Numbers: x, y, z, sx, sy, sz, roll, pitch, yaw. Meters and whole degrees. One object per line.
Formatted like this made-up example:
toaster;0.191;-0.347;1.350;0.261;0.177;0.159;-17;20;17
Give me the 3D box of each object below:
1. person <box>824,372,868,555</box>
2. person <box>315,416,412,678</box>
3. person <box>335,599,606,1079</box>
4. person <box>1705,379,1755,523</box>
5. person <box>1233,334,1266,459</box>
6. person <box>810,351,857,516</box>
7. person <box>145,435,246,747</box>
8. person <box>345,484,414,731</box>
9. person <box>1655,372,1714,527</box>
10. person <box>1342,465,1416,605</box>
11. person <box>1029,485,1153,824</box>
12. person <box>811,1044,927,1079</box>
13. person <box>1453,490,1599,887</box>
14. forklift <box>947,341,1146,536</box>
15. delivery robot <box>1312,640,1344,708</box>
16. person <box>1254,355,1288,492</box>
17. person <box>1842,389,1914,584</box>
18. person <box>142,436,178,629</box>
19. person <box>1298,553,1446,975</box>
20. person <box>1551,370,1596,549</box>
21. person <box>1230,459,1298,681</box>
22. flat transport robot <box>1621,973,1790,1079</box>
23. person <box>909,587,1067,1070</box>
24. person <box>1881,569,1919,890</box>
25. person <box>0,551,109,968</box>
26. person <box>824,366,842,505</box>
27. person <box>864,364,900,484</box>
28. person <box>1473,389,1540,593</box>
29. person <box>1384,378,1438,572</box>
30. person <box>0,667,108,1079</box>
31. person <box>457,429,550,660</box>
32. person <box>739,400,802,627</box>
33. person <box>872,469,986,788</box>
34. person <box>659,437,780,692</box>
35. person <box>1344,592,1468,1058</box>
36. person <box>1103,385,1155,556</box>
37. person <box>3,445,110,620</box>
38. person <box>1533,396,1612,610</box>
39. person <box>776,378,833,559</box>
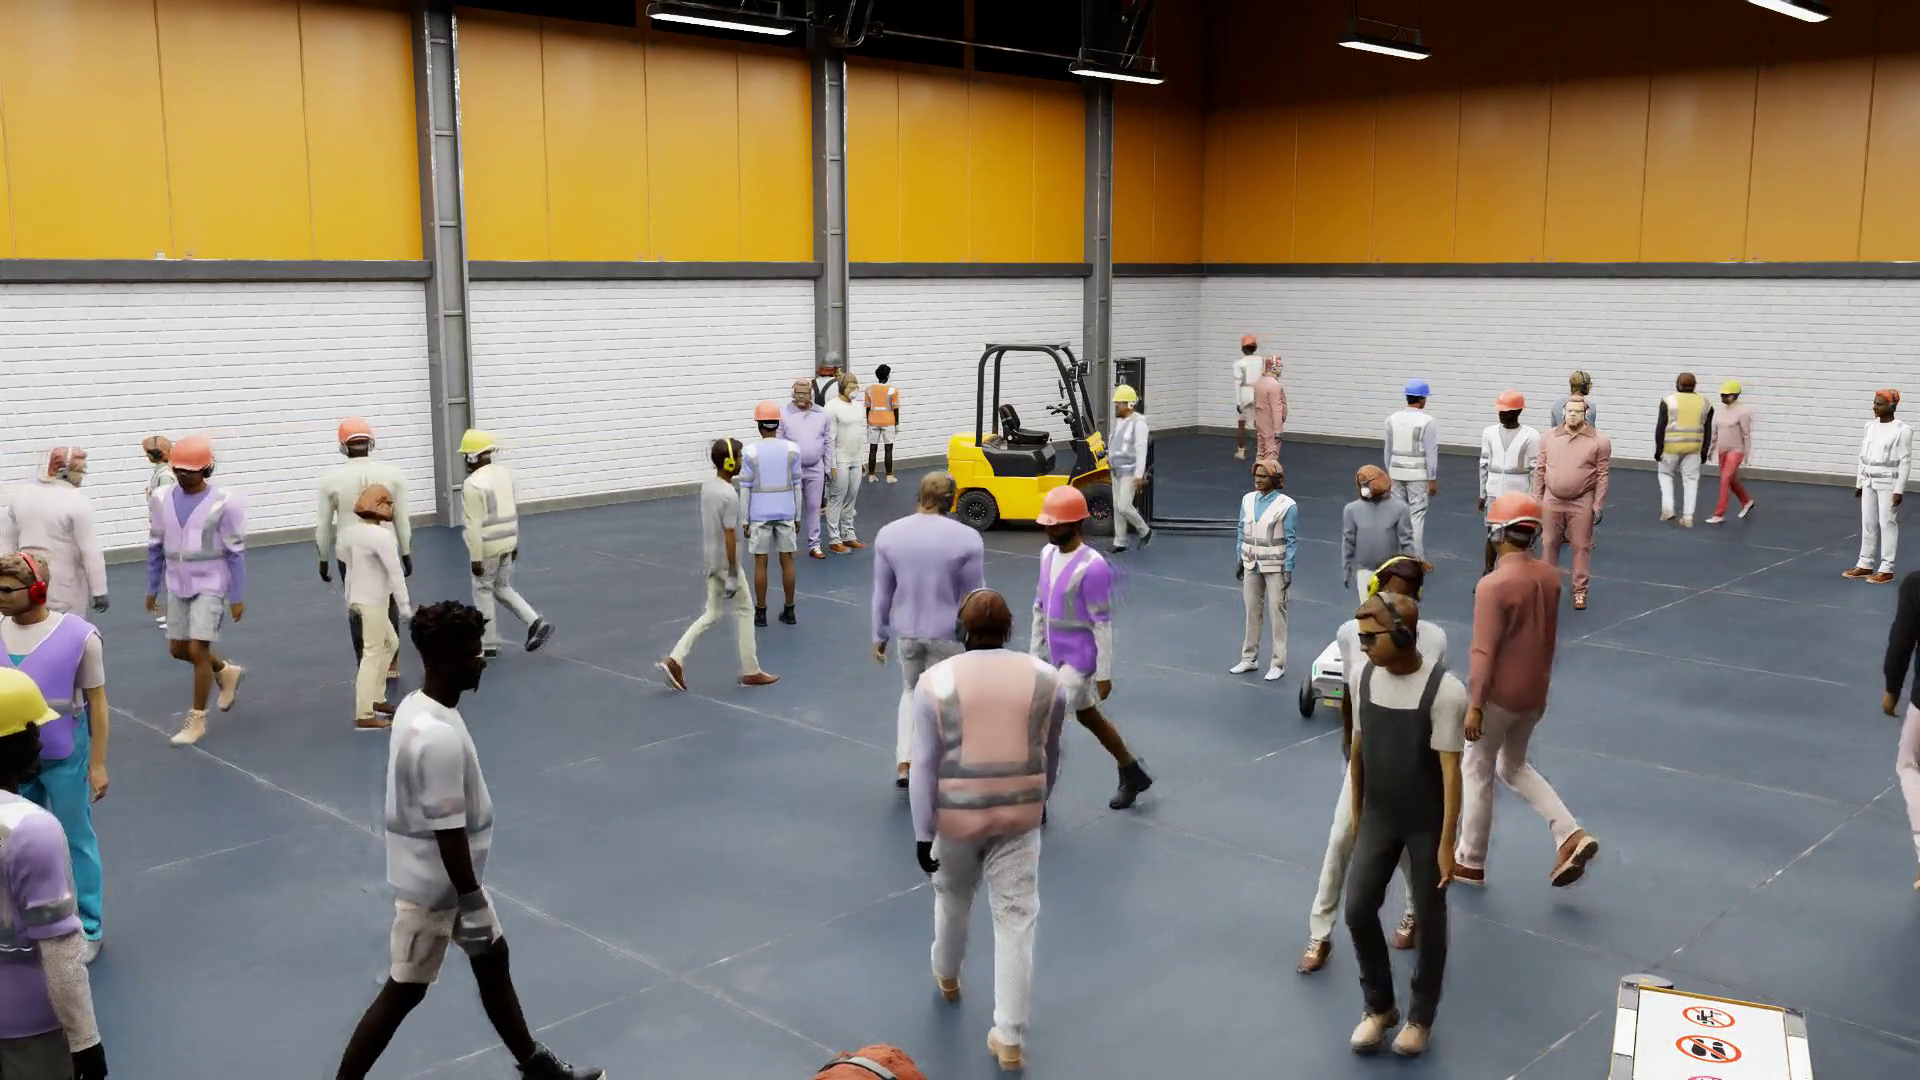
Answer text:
person;-1.221;-0.825;17.801;0.373;1.939;0.628;6;11;32
person;-4.319;0.094;12.032;0.642;1.977;0.535;-5;10;-26
person;-1.811;1.150;5.779;1.020;1.915;0.634;-3;10;-20
person;9.309;-1.075;19.976;0.836;1.728;0.521;-4;10;-21
person;4.612;-2.241;26.264;0.612;2.017;0.848;-2;9;-11
person;-1.571;-1.300;20.396;0.682;2.000;0.536;6;11;31
person;-4.890;0.292;10.771;0.686;1.999;0.746;2;9;10
person;-3.852;0.440;11.018;0.517;1.612;0.539;-9;13;-43
person;8.540;-1.065;19.652;0.641;1.817;0.499;1;9;6
person;3.114;0.233;12.354;0.552;1.593;0.588;3;10;18
person;0.680;0.618;9.115;0.984;1.892;0.551;-4;10;-24
person;-0.137;1.683;2.587;0.585;1.882;0.344;4;10;21
person;2.717;0.747;8.063;0.624;1.973;0.719;-8;12;-39
forklift;0.977;-1.223;19.452;2.313;2.155;1.214;2;9;11
delivery robot;2.641;0.862;11.372;0.477;0.478;0.707;4;9;23
person;4.103;-1.476;21.886;0.408;1.906;0.652;-2;9;-12
person;8.903;-0.520;16.098;0.350;1.882;0.583;-2;10;-13
person;-6.707;-0.069;14.089;0.313;1.635;0.513;-5;10;-26
person;1.839;0.953;7.255;0.495;1.826;0.720;6;11;31
person;6.676;-0.870;18.071;0.373;1.940;0.628;-4;10;-22
person;2.266;0.215;12.334;0.309;1.640;0.514;-9;13;-43
flat transport robot;2.674;1.941;5.934;0.652;0.197;1.431;4;10;23
person;0.089;1.077;6.588;0.627;1.787;0.972;-2;9;-9
person;4.768;0.767;7.930;0.639;1.967;0.473;2;9;13
person;-3.966;0.950;7.217;0.564;1.839;0.396;1;9;4
person;-1.604;-1.356;21.269;0.527;1.867;0.316;7;12;38
person;-1.097;-1.630;23.500;0.534;1.688;0.318;3;10;16
person;5.064;-0.431;15.395;0.547;1.934;0.375;7;11;36
person;4.531;-0.647;16.676;0.404;1.945;0.614;-7;11;-36
person;-2.683;1.311;4.751;0.614;1.925;0.372;5;10;27
person;-3.552;0.043;12.840;0.633;1.814;0.617;3;10;17
person;-1.612;-0.225;14.168;0.540;1.930;0.384;-3;10;-16
person;-0.166;0.545;9.505;0.656;1.903;0.436;3;10;16
person;-1.736;0.180;11.923;0.844;1.846;0.517;-7;12;-37
person;1.692;1.101;6.347;0.552;1.819;0.503;7;12;38
person;1.765;-0.731;17.568;0.439;1.822;0.613;-4;10;-25
person;-6.022;0.303;11.102;0.670;1.867;0.483;3;10;20
person;5.445;-0.336;14.882;0.643;1.913;0.411;5;11;30
person;-1.629;-0.731;17.323;0.645;1.905;0.400;-3;10;-19
